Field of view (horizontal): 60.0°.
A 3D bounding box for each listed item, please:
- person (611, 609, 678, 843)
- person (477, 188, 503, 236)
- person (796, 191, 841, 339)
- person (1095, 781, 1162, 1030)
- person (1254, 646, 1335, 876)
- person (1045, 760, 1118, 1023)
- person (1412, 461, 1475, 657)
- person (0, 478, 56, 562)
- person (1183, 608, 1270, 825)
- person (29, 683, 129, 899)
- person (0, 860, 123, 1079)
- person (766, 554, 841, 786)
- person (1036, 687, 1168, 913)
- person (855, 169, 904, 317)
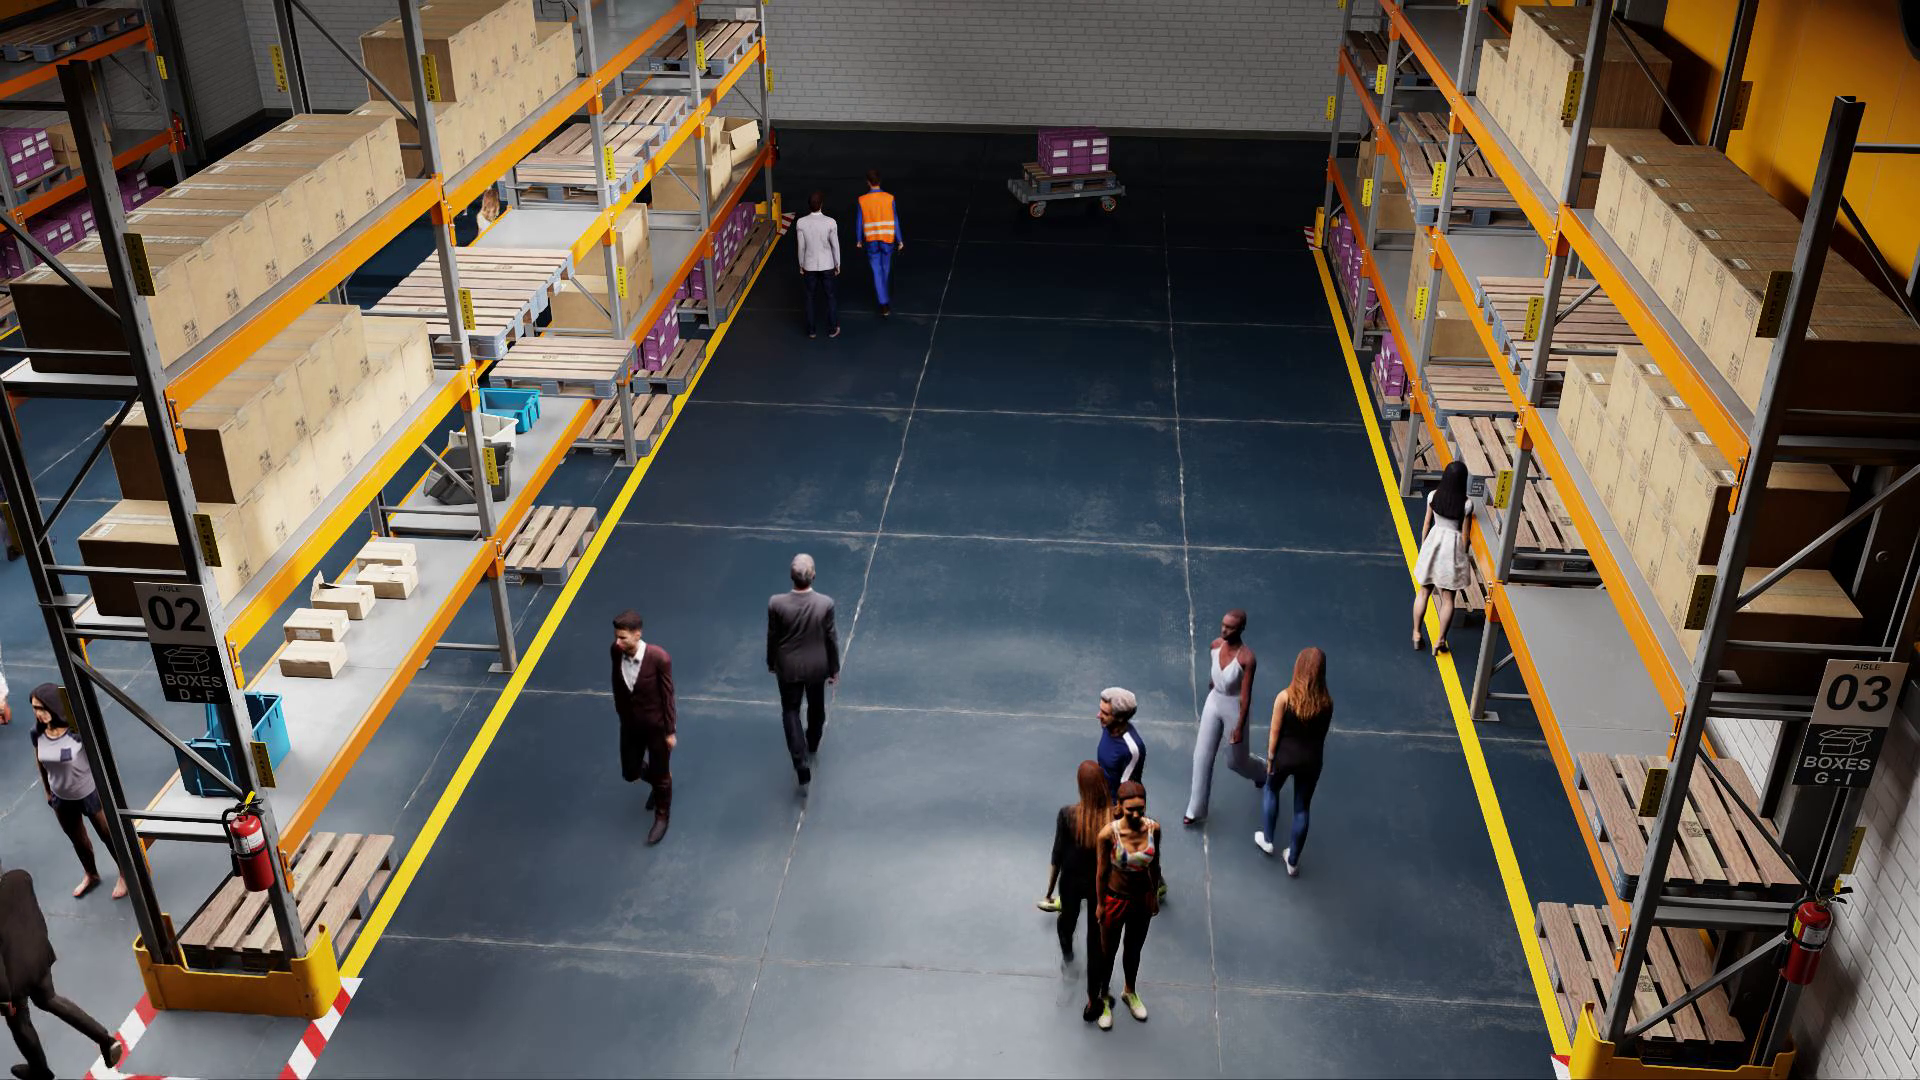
[{"bbox_3d":[-2.221,1.267,11.974,0.783,1.850,0.868,8,30,15],"label":"person"},{"bbox_3d":[-5.871,-3.555,20.959,0.729,1.712,0.756,12,31,21],"label":"person"},{"bbox_3d":[-1.742,-3.395,20.518,0.693,1.853,0.597,0,29,0],"label":"person"},{"bbox_3d":[1.024,2.223,10.282,0.646,1.792,0.662,-7,29,-13],"label":"person"},{"bbox_3d":[2.342,1.585,11.557,0.602,1.690,0.677,0,29,-1],"label":"person"},{"bbox_3d":[0.792,2.223,10.419,0.712,1.660,1.085,7,29,12],"label":"person"},{"bbox_3d":[4.100,0.149,14.107,0.777,1.769,0.802,19,34,31],"label":"person"},{"bbox_3d":[-9.004,-0.600,15.487,0.692,1.764,0.734,9,30,16],"label":"person"},{"bbox_3d":[2.010,1.264,12.074,1.073,1.759,1.019,-21,35,-33],"label":"person"},{"bbox_3d":[-6.006,1.701,11.330,0.587,1.705,0.499,2,29,4],"label":"person"},{"bbox_3d":[-5.418,2.522,9.742,0.809,1.784,0.964,5,29,10],"label":"person"},{"bbox_3d":[-1.187,0.978,12.544,0.907,1.812,1.205,-5,29,-8],"label":"person"},{"bbox_3d":[1.140,1.766,11.124,1.102,1.788,1.210,-12,31,-21],"label":"person"},{"bbox_3d":[-1.033,-3.748,21.213,0.982,1.806,1.319,-4,29,-8],"label":"person"}]
